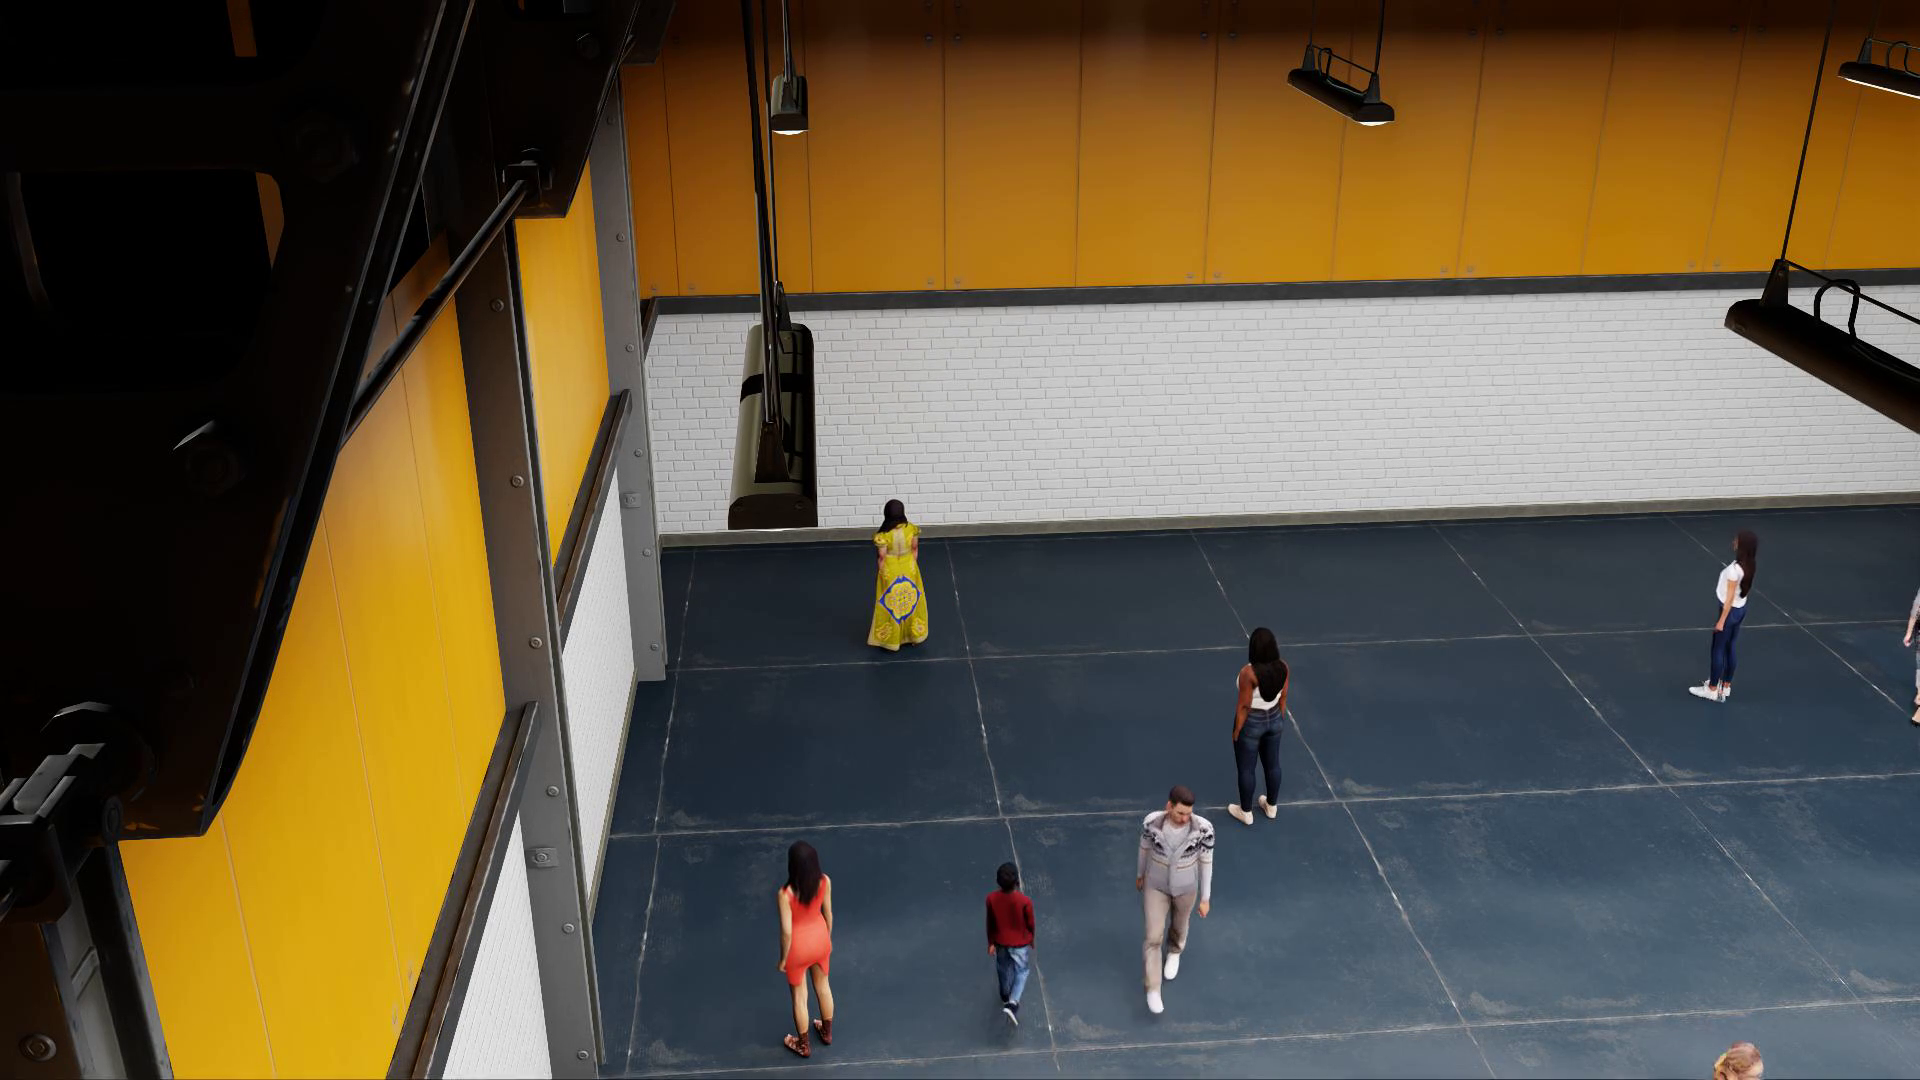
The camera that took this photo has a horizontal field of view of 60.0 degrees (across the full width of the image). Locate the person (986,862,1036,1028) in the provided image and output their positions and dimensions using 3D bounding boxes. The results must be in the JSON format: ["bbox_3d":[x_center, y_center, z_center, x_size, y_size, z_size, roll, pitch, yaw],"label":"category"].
[{"bbox_3d":[0.362,2.885,11.901,0.658,1.241,0.825,6,24,13],"label":"person"}]

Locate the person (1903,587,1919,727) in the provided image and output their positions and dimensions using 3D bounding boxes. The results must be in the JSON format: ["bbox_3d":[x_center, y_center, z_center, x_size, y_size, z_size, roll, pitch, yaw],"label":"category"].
[{"bbox_3d":[9.345,0.912,15.916,1.013,1.640,1.052,21,31,40],"label":"person"}]

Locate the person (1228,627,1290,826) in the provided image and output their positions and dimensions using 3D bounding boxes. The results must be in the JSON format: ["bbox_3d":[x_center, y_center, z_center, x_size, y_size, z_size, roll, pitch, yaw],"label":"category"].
[{"bbox_3d":[2.560,1.578,14.185,0.708,1.807,0.692,-9,25,-20],"label":"person"}]

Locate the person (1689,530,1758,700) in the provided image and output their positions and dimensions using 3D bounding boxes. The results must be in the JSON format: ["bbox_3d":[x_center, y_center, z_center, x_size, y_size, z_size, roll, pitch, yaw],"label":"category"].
[{"bbox_3d":[7.503,0.731,16.164,0.710,1.774,0.759,-21,31,-39],"label":"person"}]

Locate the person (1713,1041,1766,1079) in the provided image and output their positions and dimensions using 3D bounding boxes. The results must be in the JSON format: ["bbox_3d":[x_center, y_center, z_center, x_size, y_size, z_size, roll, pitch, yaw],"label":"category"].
[{"bbox_3d":[4.370,3.571,9.687,0.938,1.758,0.849,8,25,18],"label":"person"}]

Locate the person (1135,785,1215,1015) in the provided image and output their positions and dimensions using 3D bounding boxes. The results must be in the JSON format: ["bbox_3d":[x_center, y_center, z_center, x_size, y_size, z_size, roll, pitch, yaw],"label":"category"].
[{"bbox_3d":[1.538,2.460,12.145,0.846,1.825,1.142,5,24,12],"label":"person"}]

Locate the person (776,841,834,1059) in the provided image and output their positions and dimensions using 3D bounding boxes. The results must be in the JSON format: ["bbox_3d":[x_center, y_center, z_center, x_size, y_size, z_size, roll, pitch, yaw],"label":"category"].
[{"bbox_3d":[-1.059,2.812,11.474,0.675,1.718,0.692,-16,28,-33],"label":"person"}]

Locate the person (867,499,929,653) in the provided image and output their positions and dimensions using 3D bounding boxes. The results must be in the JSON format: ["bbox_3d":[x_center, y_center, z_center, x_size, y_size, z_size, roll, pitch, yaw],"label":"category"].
[{"bbox_3d":[-0.652,0.348,17.181,0.973,1.660,0.951,-12,26,-26],"label":"person"}]
